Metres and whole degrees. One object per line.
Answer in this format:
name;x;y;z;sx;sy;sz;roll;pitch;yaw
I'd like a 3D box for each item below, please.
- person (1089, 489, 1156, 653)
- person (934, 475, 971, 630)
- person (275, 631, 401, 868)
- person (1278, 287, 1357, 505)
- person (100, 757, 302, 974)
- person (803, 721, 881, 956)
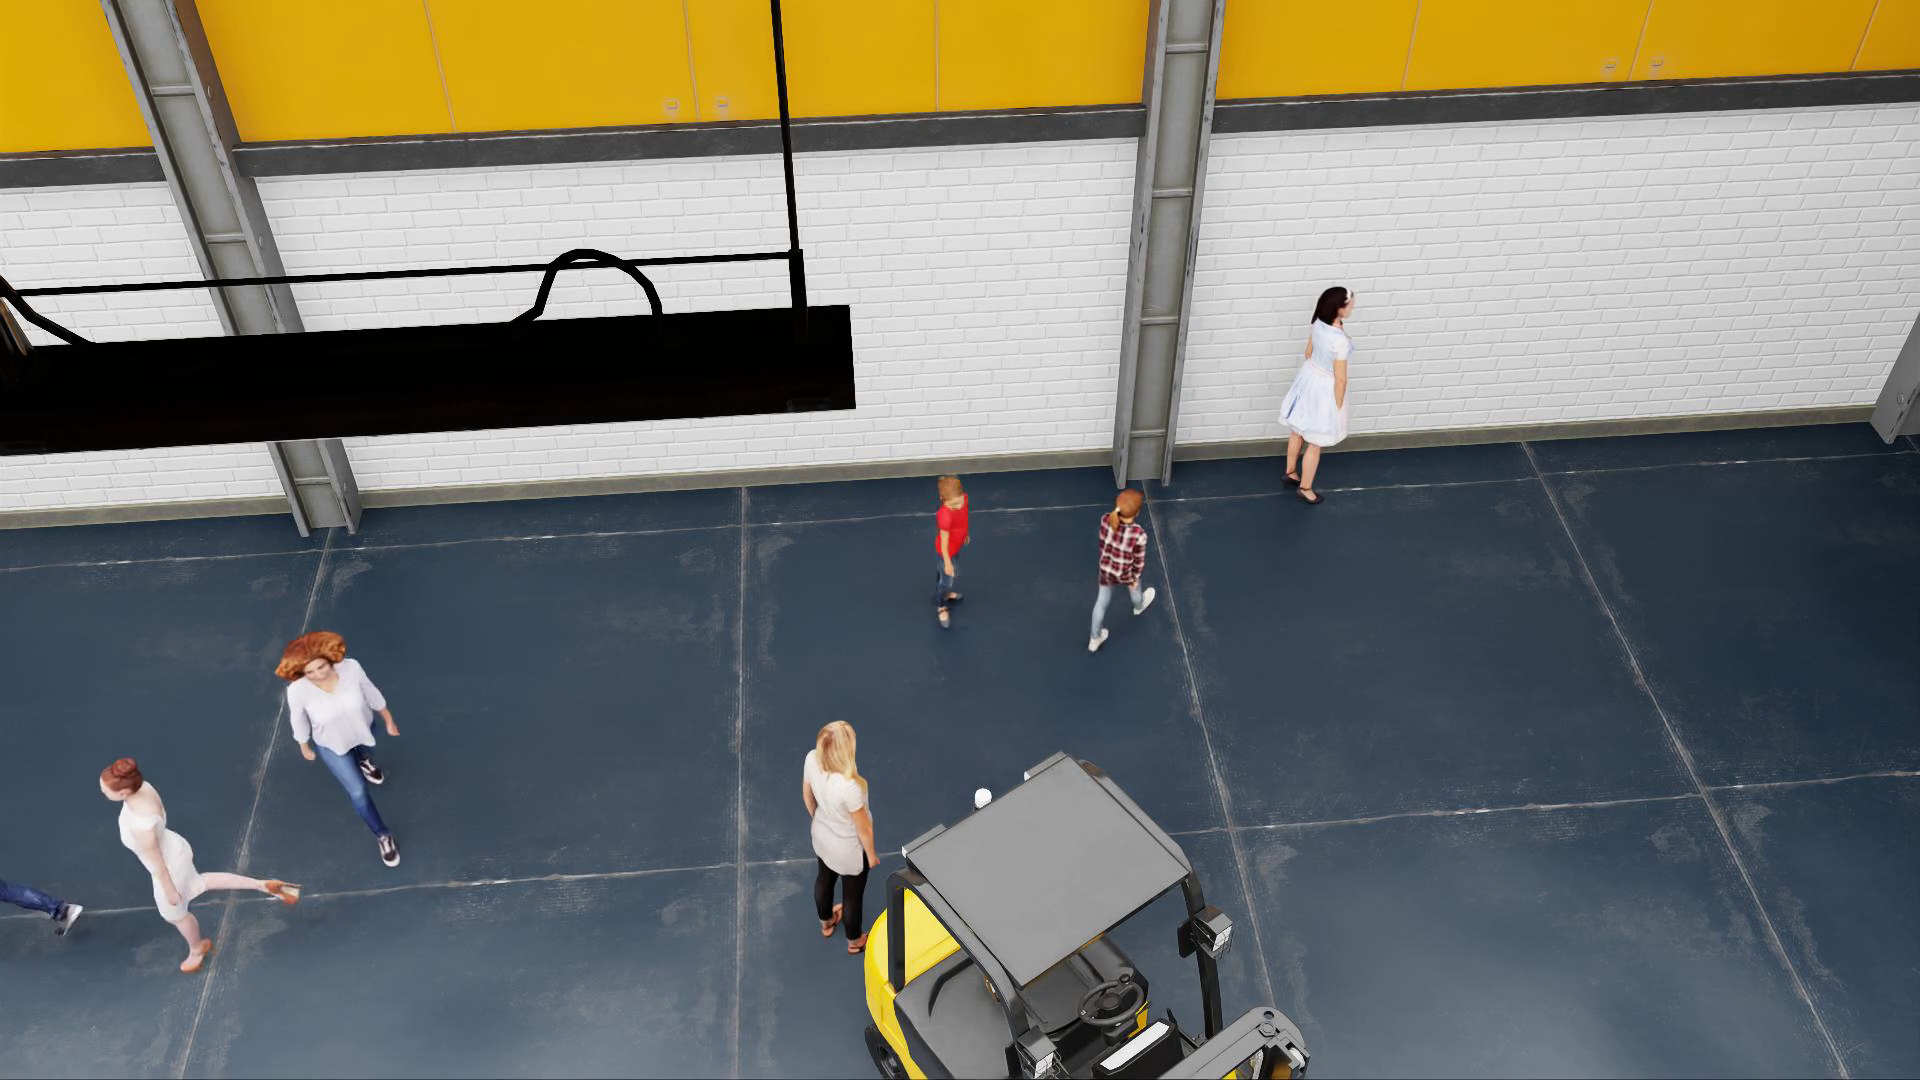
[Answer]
person;1.008;0.214;10.921;0.903;1.268;0.906;24;48;23
person;-0.076;0.033;11.094;0.627;1.289;0.599;6;44;6
person;-3.621;1.066;9.723;1.199;1.685;1.151;-31;52;-28
person;2.557;-1.027;11.828;0.813;1.813;0.783;-15;46;-15
person;-4.143;1.730;8.957;1.052;1.780;0.793;-18;46;-18
person;-0.656;1.621;9.039;0.688;1.825;0.742;32;52;29
